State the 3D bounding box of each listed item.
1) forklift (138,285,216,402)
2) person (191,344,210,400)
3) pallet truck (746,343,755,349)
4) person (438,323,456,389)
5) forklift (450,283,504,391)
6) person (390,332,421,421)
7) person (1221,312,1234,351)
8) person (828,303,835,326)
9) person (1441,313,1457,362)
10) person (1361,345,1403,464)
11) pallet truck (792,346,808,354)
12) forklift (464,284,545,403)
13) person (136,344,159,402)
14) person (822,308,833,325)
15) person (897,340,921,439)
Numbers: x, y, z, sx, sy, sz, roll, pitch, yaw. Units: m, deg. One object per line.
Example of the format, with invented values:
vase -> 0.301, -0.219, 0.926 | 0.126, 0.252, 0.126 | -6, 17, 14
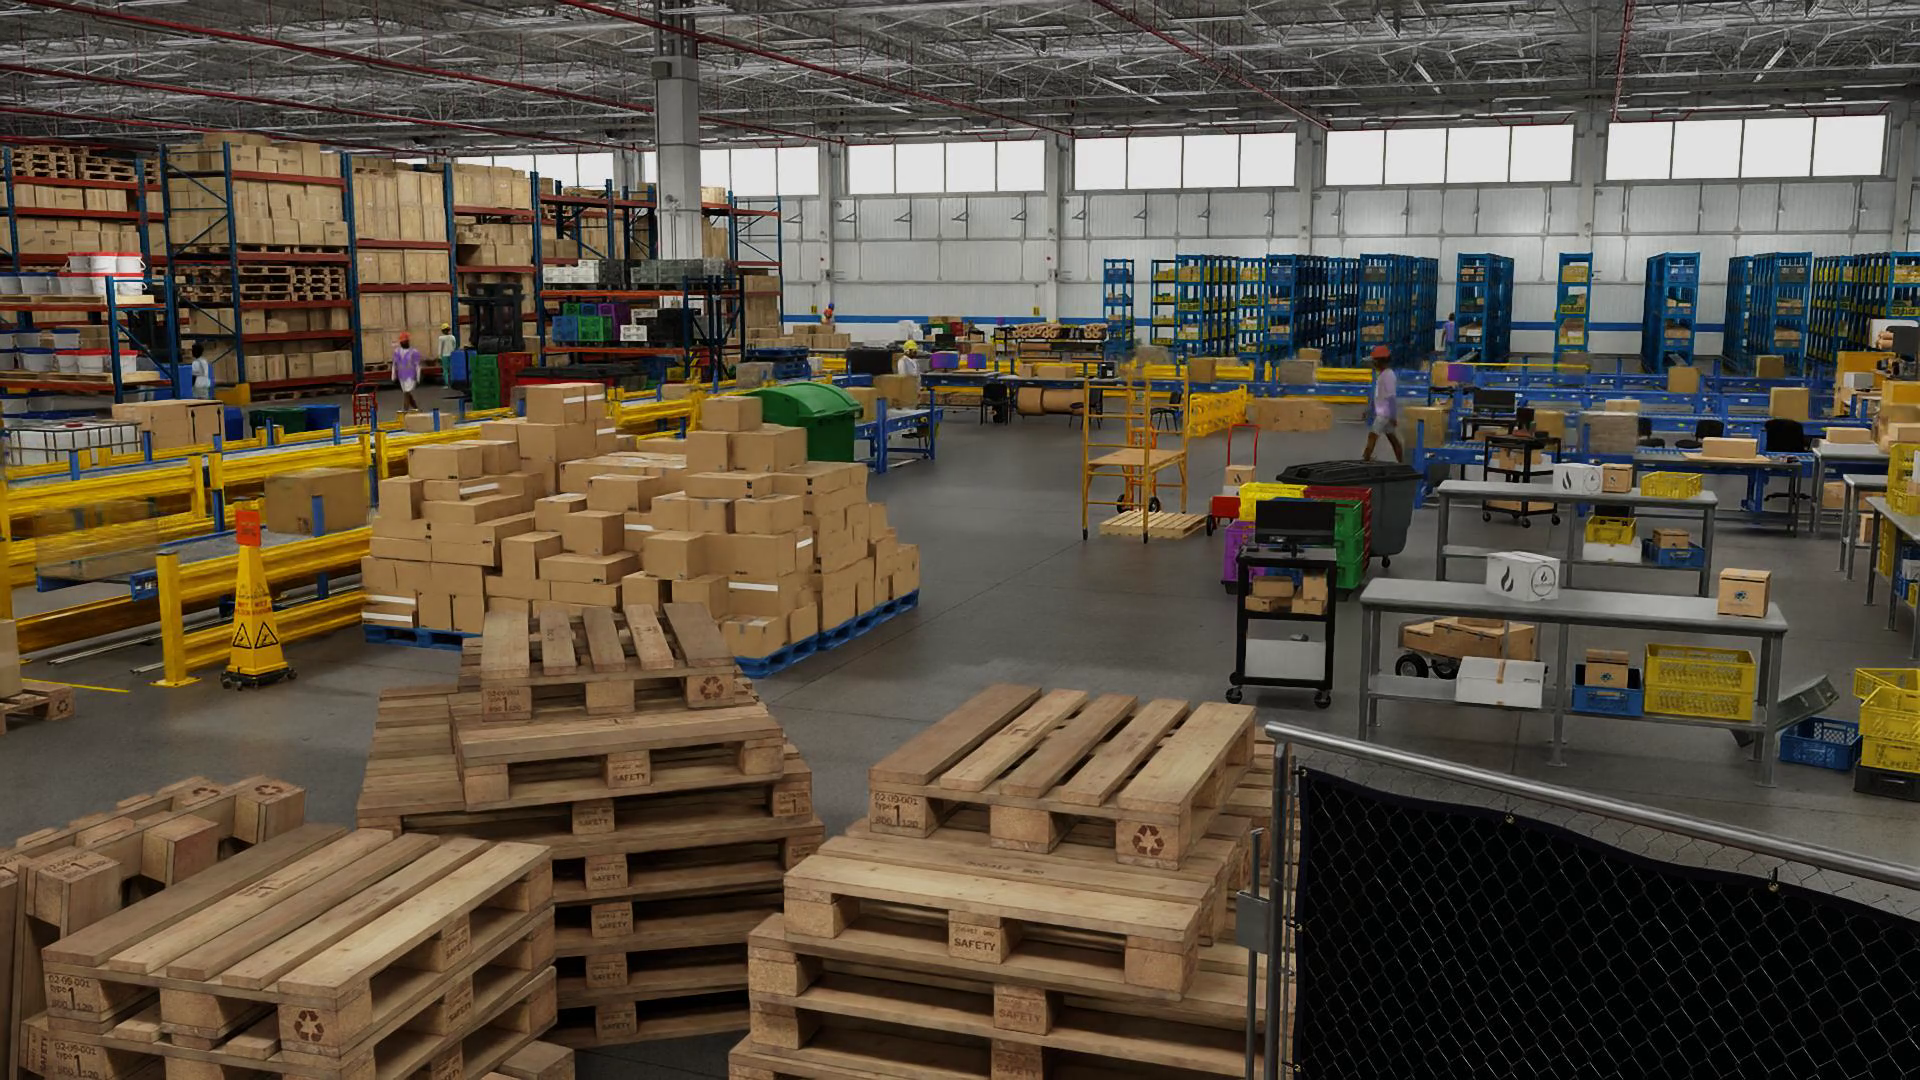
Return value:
forklift -> -17.480, -4.200, 36.461 | 1.873, 2.768, 1.129 | 3, 10, 19
person -> -15.246, -3.098, 33.398 | 0.857, 1.652, 0.540 | -1, 9, -6
pallet truck -> -6.183, -4.618, 44.264 | 1.601, 1.201, 0.680 | -9, 12, -43
person -> -13.654, -4.882, 44.266 | 0.344, 1.758, 0.527 | 7, 11, 36
forklift -> -12.413, -5.332, 43.568 | 1.129, 2.768, 1.873 | 3, 10, 20
person -> -11.358, -3.343, 34.219 | 0.541, 1.892, 1.028 | 3, 9, 16
person -> 9.175, -7.001, 57.451 | 0.599, 1.801, 0.561 | 0, 9, 3
person -> -5.107, -8.363, 65.549 | 0.402, 1.940, 0.602 | -2, 9, -10
person -> 15.822, -6.405, 53.578 | 0.594, 1.832, 0.527 | 2, 9, 10
person -> 6.270, -1.918, 24.922 | 1.021, 1.982, 0.603 | 2, 9, 11
pallet truck -> -3.705, -4.298, 42.022 | 0.653, 1.274, 1.630 | 3, 10, 20
forklift -> -10.832, -4.702, 39.610 | 1.129, 2.768, 1.873 | 3, 10, 20
person -> -16.660, -3.197, 34.060 | 0.279, 1.634, 0.499 | 4, 10, 25
person -> -4.144, -6.256, 52.137 | 0.378, 1.996, 0.611 | 1, 9, 3
person -> -0.917, -2.789, 30.892 | 0.403, 1.832, 0.595 | 5, 10, 27
